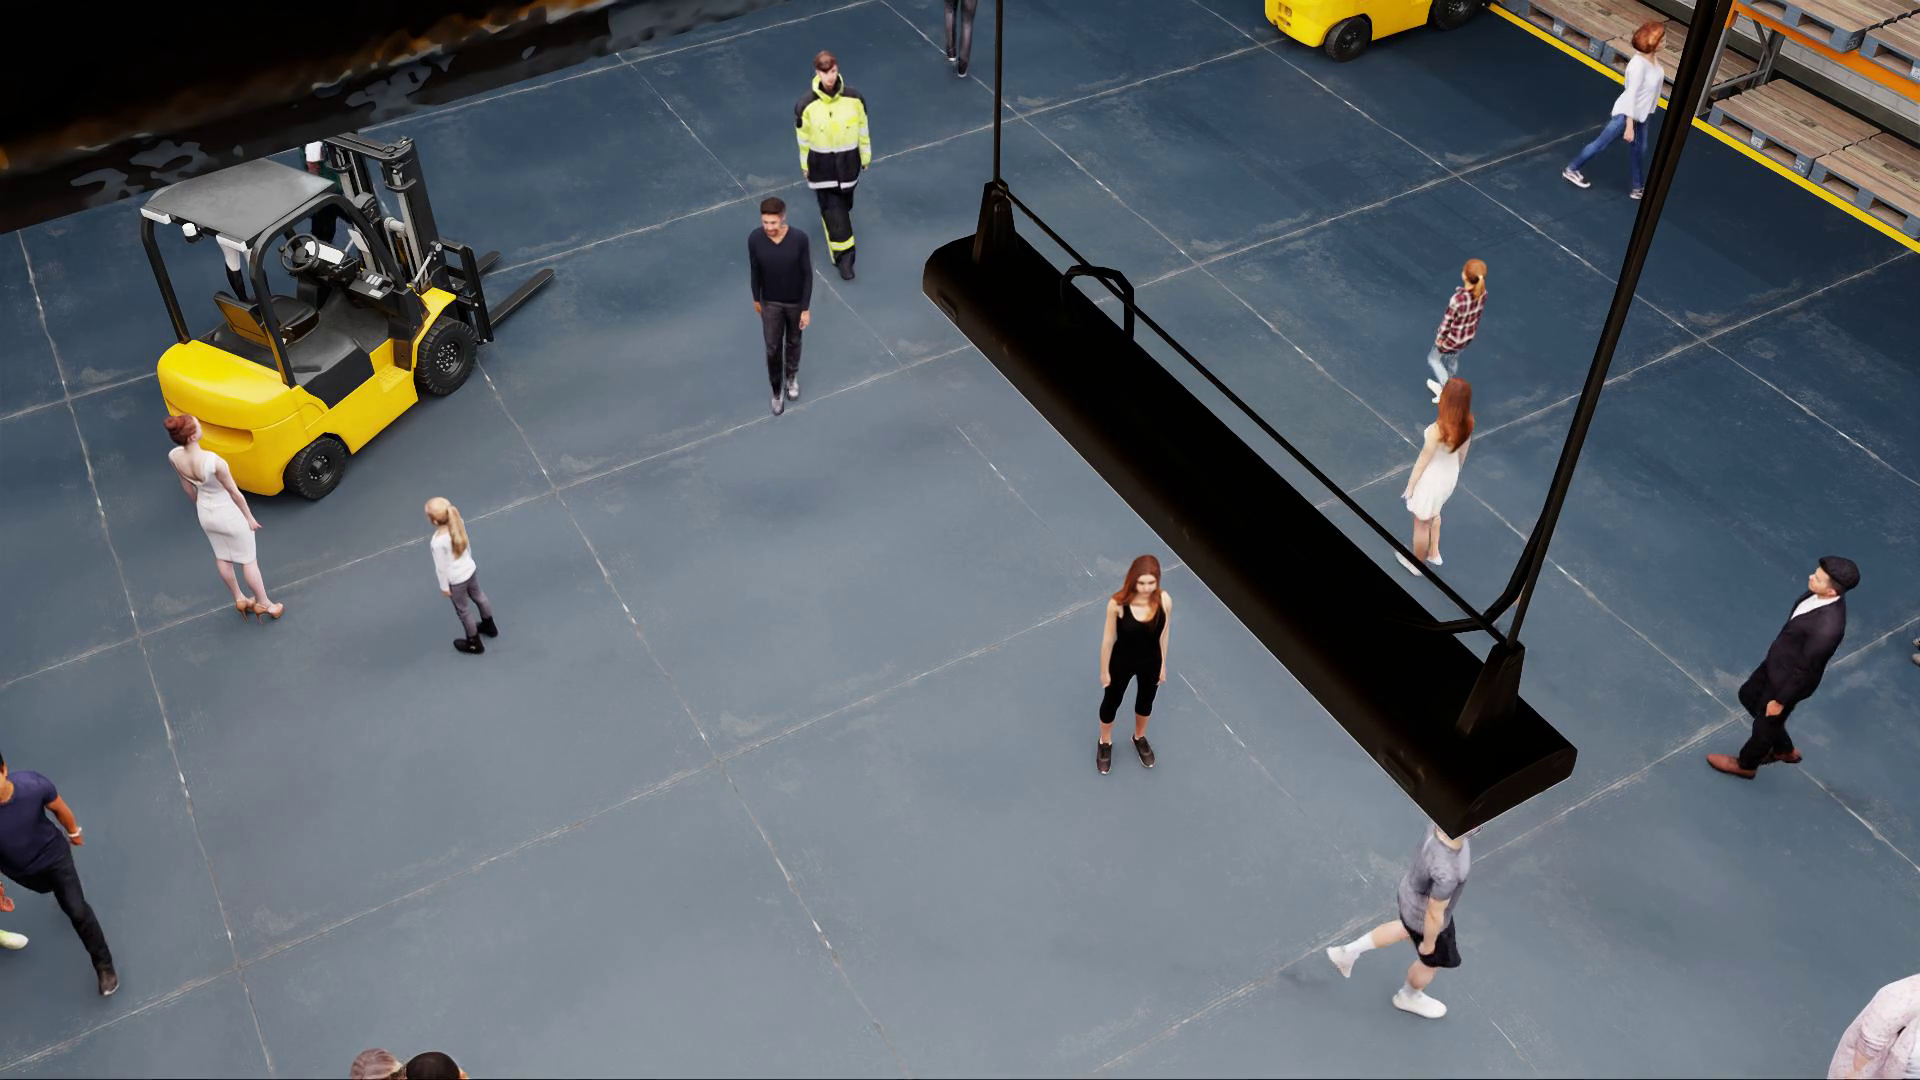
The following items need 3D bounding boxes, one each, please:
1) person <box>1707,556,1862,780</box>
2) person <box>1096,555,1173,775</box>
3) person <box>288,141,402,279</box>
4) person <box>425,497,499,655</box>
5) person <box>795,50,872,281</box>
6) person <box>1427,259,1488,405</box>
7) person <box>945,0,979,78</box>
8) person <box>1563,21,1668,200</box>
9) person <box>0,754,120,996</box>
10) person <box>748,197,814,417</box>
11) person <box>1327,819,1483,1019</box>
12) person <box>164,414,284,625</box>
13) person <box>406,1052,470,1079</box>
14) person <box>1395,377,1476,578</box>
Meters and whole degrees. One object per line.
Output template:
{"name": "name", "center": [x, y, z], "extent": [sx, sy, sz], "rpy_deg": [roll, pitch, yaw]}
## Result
{"name": "person", "center": [5.049, 0.818, 9.919], "extent": [0.951, 1.873, 0.900], "rpy_deg": [16, 46, 16]}
{"name": "person", "center": [1.060, 0.737, 10.111], "extent": [0.627, 1.726, 0.616], "rpy_deg": [-6, 44, -6]}
{"name": "person", "center": [-5.165, -2.950, 13.942], "extent": [0.876, 1.780, 1.196], "rpy_deg": [-18, 46, -18]}
{"name": "person", "center": [-3.292, 0.225, 10.974], "extent": [0.618, 1.276, 0.564], "rpy_deg": [13, 45, 13]}
{"name": "person", "center": [-1.083, -3.273, 14.160], "extent": [0.887, 1.946, 1.247], "rpy_deg": [-16, 46, -16]}
{"name": "person", "center": [3.868, -1.573, 12.843], "extent": [0.542, 1.300, 0.608], "rpy_deg": [-20, 47, -20]}
{"name": "person", "center": [0.017, -5.536, 16.542], "extent": [0.858, 1.938, 0.947], "rpy_deg": [3, 44, 3]}
{"name": "person", "center": [5.940, -3.875, 14.992], "extent": [1.209, 1.669, 0.903], "rpy_deg": [30, 51, 28]}
{"name": "person", "center": [-5.070, 1.669, 9.111], "extent": [0.696, 1.755, 1.144], "rpy_deg": [-19, 47, -19]}
{"name": "person", "center": [-1.352, -1.887, 12.775], "extent": [0.770, 1.848, 0.847], "rpy_deg": [-4, 44, -4]}
{"name": "person", "center": [2.382, 1.903, 8.795], "extent": [1.047, 1.851, 1.012], "rpy_deg": [7, 44, 8]}
{"name": "person", "center": [-4.878, -0.140, 10.982], "extent": [0.632, 1.793, 0.700], "rpy_deg": [12, 45, 12]}
{"name": "person", "center": [-2.320, 2.902, 7.898], "extent": [0.693, 1.642, 0.557], "rpy_deg": [-5, 44, -5]}
{"name": "person", "center": [3.293, -0.365, 11.280], "extent": [0.566, 1.707, 0.622], "rpy_deg": [-23, 48, -22]}
